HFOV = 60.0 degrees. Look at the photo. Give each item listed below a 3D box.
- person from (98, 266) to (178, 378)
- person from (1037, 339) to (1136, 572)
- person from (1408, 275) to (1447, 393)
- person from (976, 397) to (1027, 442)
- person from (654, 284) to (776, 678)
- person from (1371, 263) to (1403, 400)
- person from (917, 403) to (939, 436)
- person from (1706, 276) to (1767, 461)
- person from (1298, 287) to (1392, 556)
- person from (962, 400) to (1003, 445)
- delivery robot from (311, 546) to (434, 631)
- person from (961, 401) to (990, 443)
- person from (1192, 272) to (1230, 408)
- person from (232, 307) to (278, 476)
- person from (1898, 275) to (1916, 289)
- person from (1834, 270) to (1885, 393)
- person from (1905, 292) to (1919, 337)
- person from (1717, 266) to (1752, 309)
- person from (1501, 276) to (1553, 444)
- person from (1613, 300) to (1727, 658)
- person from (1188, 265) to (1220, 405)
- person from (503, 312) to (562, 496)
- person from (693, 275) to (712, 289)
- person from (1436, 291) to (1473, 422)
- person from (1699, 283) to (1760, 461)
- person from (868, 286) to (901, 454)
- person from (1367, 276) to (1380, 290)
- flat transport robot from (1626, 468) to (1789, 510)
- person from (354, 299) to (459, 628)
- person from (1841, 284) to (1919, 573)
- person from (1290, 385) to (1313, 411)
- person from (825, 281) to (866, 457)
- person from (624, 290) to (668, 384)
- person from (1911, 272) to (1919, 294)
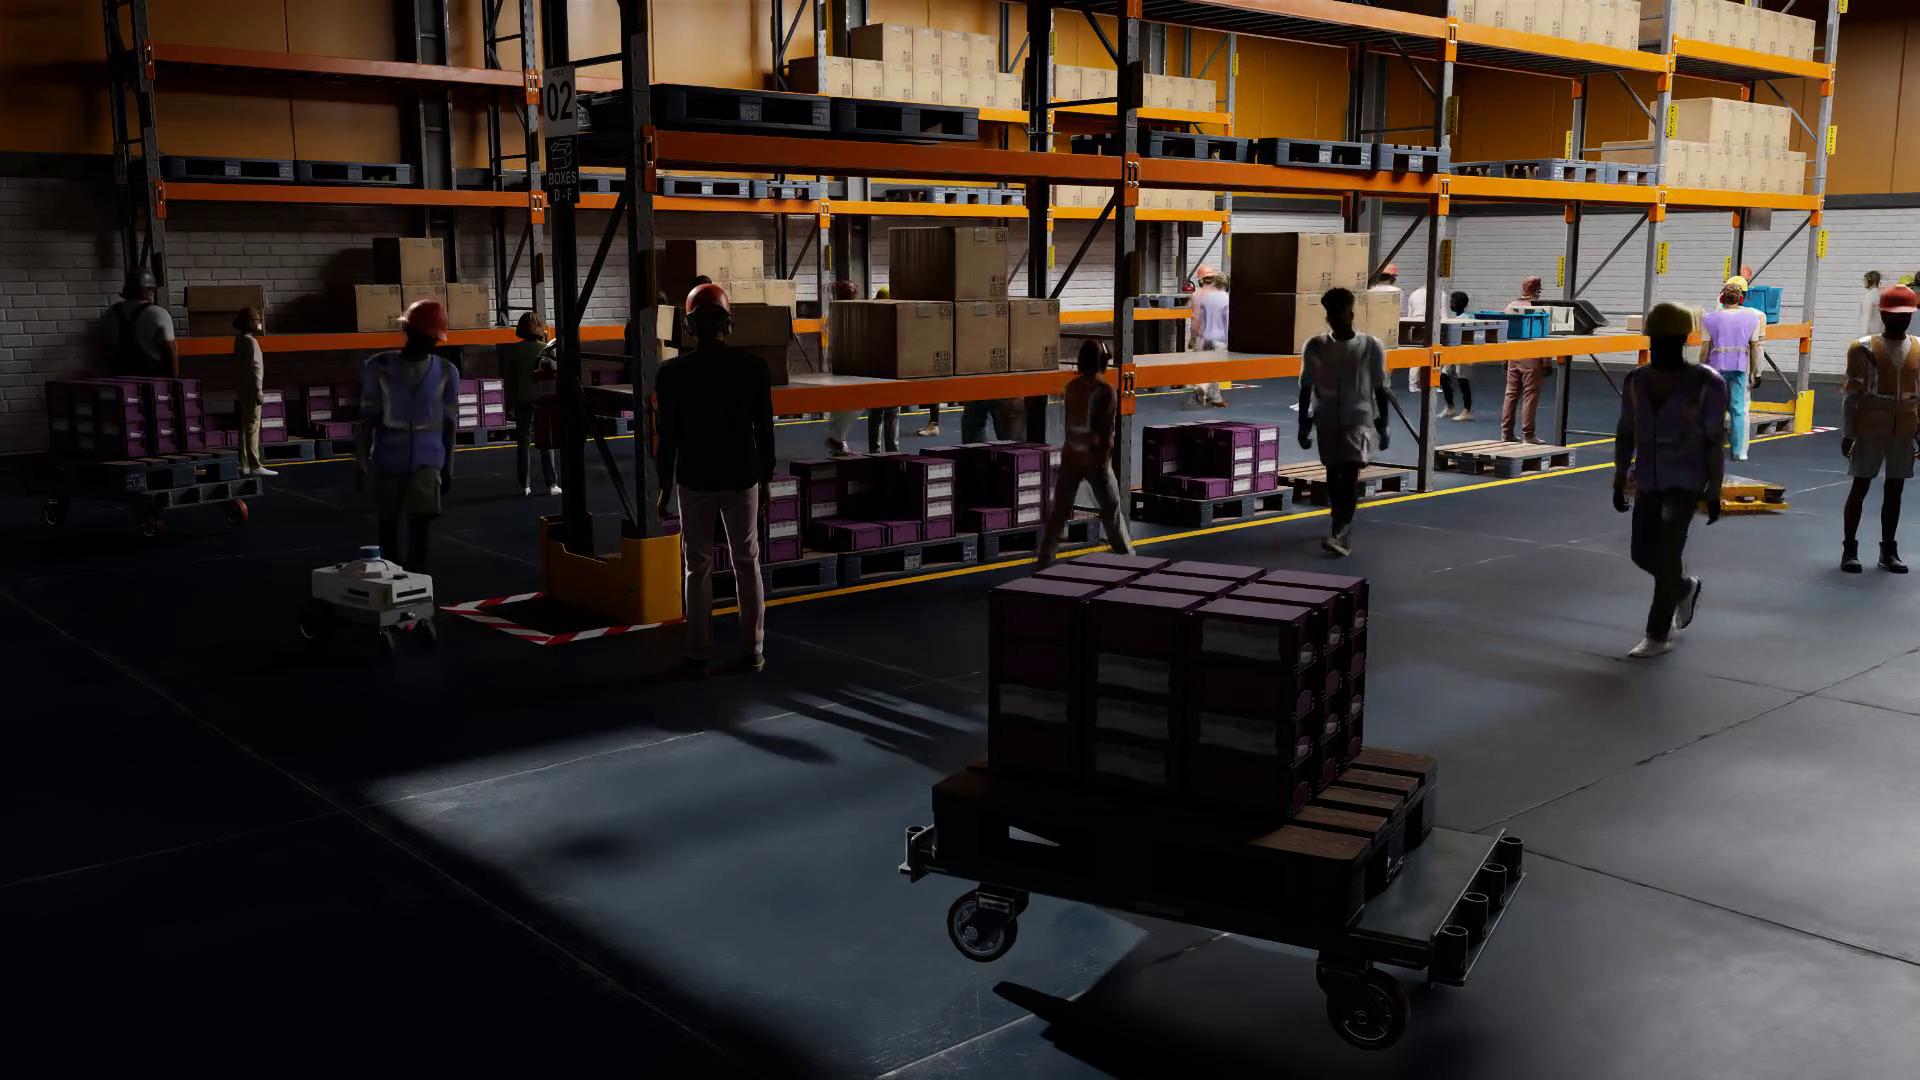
[{"bbox_3d":[-7.533,-1.518,15.430,0.688,2.000,0.536,1,10,6],"label":"person"},{"bbox_3d":[0.842,-0.505,10.822,0.881,1.588,0.535,-7,12,-37],"label":"person"},{"bbox_3d":[7.260,-3.218,25.865,0.402,1.885,0.702,-7,12,-37],"label":"person"},{"bbox_3d":[0.421,-1.021,13.844,0.904,1.590,0.510,-8,13,-39],"label":"person"},{"bbox_3d":[-1.240,-0.295,8.429,0.611,1.985,0.393,-3,10,-19],"label":"person"},{"bbox_3d":[6.273,-3.069,24.556,0.526,2.021,0.643,-9,13,-43],"label":"person"},{"bbox_3d":[-0.377,-2.074,19.679,0.320,1.698,0.537,0,10,0],"label":"person"},{"bbox_3d":[8.054,-1.784,17.351,0.585,1.919,0.400,4,10,20],"label":"person"},{"bbox_3d":[2.779,-0.862,12.002,0.655,1.903,1.031,4,11,24],"label":"person"},{"bbox_3d":[0.233,-1.277,14.975,0.536,1.704,0.930,8,13,39],"label":"person"},{"bbox_3d":[-3.182,0.274,9.005,0.707,0.478,0.477,7,12,36],"label":"delivery robot"},{"bbox_3d":[0.196,-1.621,16.637,0.404,1.835,0.590,-5,11,-26],"label":"person"},{"bbox_3d":[3.508,-2.760,23.090,0.674,1.920,0.644,-6,12,-33],"label":"person"},{"bbox_3d":[-6.880,-1.437,16.148,0.285,1.631,0.501,-8,12,-38],"label":"person"},{"bbox_3d":[14.995,-3.289,26.430,0.586,1.824,0.403,-2,10,-14],"label":"person"},{"bbox_3d":[14.015,-3.186,25.576,0.636,1.915,0.826,-6,11,-32],"label":"person"},{"bbox_3d":[14.126,-2.874,24.648,0.513,1.604,0.668,7,12,37],"label":"person"},{"bbox_3d":[10.514,-2.701,22.483,0.623,1.993,0.384,0,10,1],"label":"person"},{"bbox_3d":[6.430,-2.027,18.842,0.400,1.901,0.652,-6,11,-29],"label":"person"},{"bbox_3d":[3.851,-0.335,8.936,0.698,1.904,0.594,-6,12,-33],"label":"person"},{"bbox_3d":[3.504,-2.927,23.810,0.622,1.992,0.394,-7,12,-36],"label":"person"},{"bbox_3d":[-3.789,-1.205,14.780,0.497,1.634,0.278,0,10,2],"label":"person"},{"bbox_3d":[-2.755,-1.857,17.766,0.598,1.917,0.378,6,12,33],"label":"person"},{"bbox_3d":[6.360,-2.348,21.359,0.555,1.678,0.543,0,10,-1],"label":"person"},{"bbox_3d":[7.948,-1.730,17.237,0.565,1.846,0.390,2,10,13],"label":"person"},{"bbox_3d":[-0.727,-1.621,16.640,0.404,1.830,0.600,-8,13,-40],"label":"person"},{"bbox_3d":[6.528,-3.263,26.313,1.001,1.813,0.570,-7,12,-34],"label":"person"},{"bbox_3d":[6.409,-0.446,14.325,0.652,0.197,1.431,-1,10,-7],"label":"flat transport robot"},{"bbox_3d":[-3.240,-0.468,9.742,0.623,1.884,0.796,-4,11,-23],"label":"person"},{"bbox_3d":[6.214,-0.737,11.156,0.551,1.936,0.356,1,10,7],"label":"person"},{"bbox_3d":[4.730,-2.655,22.955,0.310,1.743,0.493,1,10,3],"label":"person"},{"bbox_3d":[-1.194,-1.773,17.425,0.405,1.868,0.585,-3,10,-16],"label":"person"},{"bbox_3d":[-2.874,-1.482,15.932,0.658,1.788,0.962,-2,10,-13],"label":"person"},{"bbox_3d":[15.059,-3.317,26.410,0.444,1.896,0.692,1,10,7],"label":"person"}]
